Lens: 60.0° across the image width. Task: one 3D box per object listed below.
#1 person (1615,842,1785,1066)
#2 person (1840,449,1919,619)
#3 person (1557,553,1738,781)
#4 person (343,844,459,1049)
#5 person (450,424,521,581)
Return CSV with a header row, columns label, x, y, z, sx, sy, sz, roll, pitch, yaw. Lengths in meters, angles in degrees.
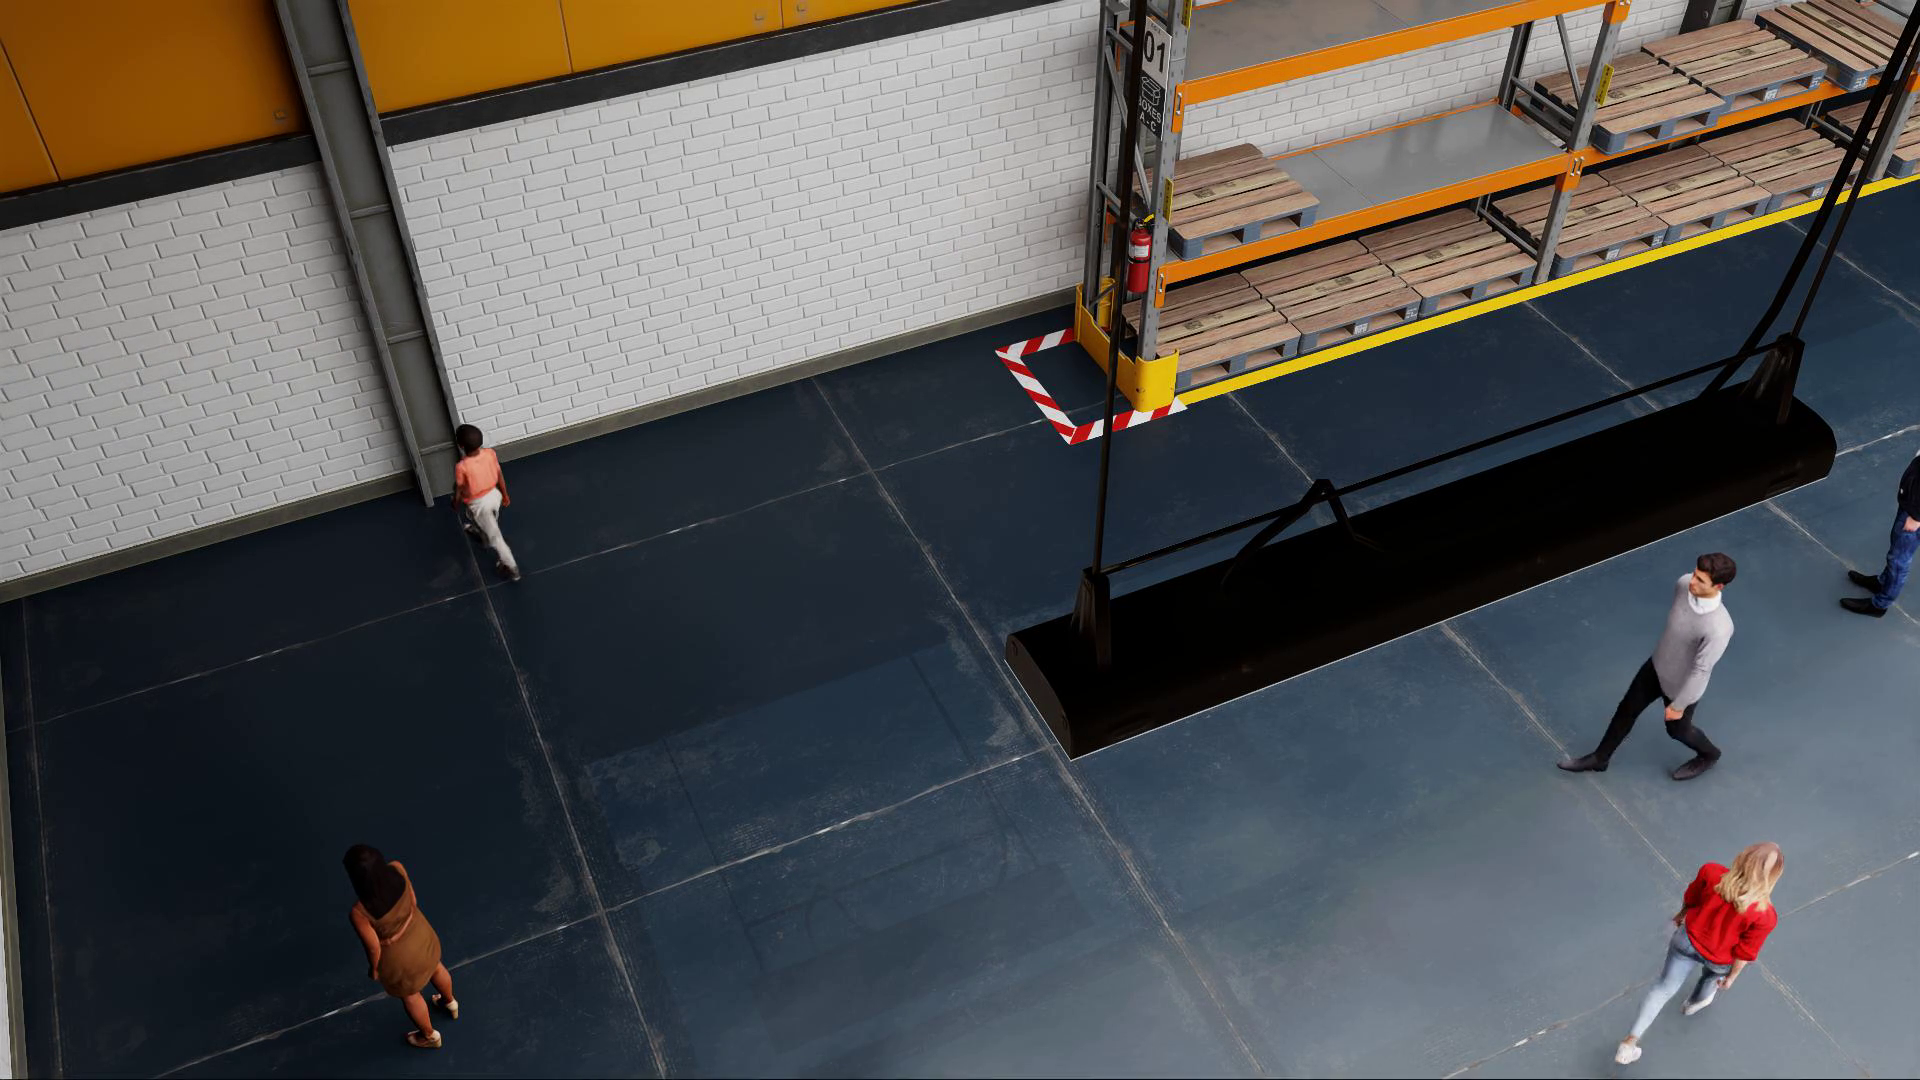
label,x,y,z,sx,sy,sz,roll,pitch,yaw
person,3.867,2.186,8.737,1.168,1.668,0.803,-30,51,-28
person,6.457,-0.247,11.126,0.821,1.894,0.717,22,48,21
person,4.419,0.804,10.017,1.336,1.904,0.969,-6,44,-7
person,-2.951,2.137,8.772,0.702,1.690,0.637,15,46,16
person,-3.272,-0.235,11.563,0.779,1.275,0.866,29,51,27
